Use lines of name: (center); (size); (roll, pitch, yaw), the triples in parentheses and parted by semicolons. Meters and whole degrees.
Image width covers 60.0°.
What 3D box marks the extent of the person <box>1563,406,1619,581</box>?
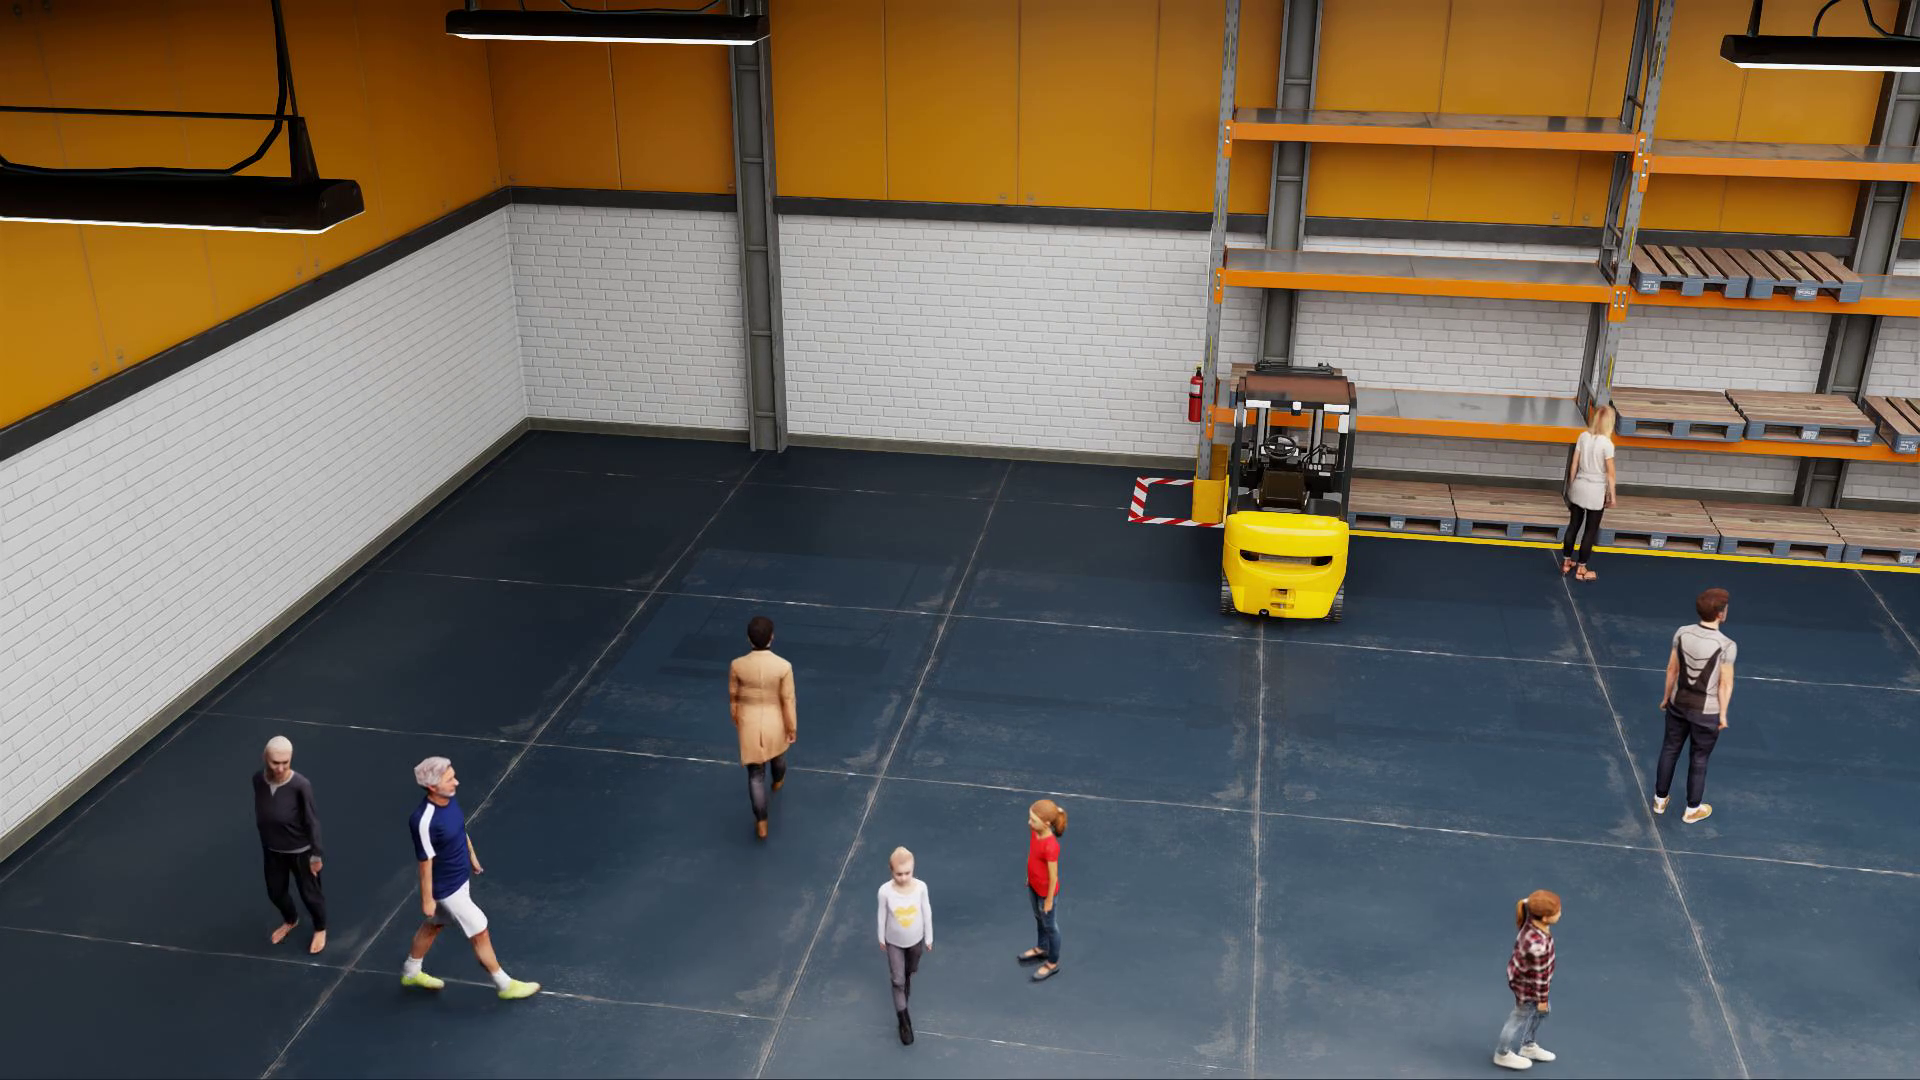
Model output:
person: (6.277, -0.474, 16.590); (0.770, 1.823, 0.712); (-18, 29, -35)

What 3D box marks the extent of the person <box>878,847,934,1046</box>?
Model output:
person: (-0.361, 2.483, 10.527); (0.883, 1.261, 0.772); (-5, 24, -12)

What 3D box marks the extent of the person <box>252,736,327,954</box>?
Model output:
person: (-4.460, 1.997, 11.098); (0.532, 1.695, 0.762); (10, 25, 21)

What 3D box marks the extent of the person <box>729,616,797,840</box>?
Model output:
person: (-1.484, 1.426, 12.418); (1.124, 1.684, 0.901); (-2, 24, -4)

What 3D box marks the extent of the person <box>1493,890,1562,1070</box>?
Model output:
person: (3.385, 2.660, 10.077); (0.608, 1.297, 0.554); (6, 24, 13)

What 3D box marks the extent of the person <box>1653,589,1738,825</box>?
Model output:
person: (5.553, 1.248, 12.565); (0.701, 1.893, 0.799); (22, 32, 40)

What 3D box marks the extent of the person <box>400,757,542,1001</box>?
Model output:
person: (-3.337, 2.175, 10.568); (1.214, 1.793, 0.794); (0, 24, 0)

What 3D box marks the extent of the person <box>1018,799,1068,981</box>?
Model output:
person: (0.559, 2.276, 10.941); (0.600, 1.310, 0.567); (-8, 25, -18)
